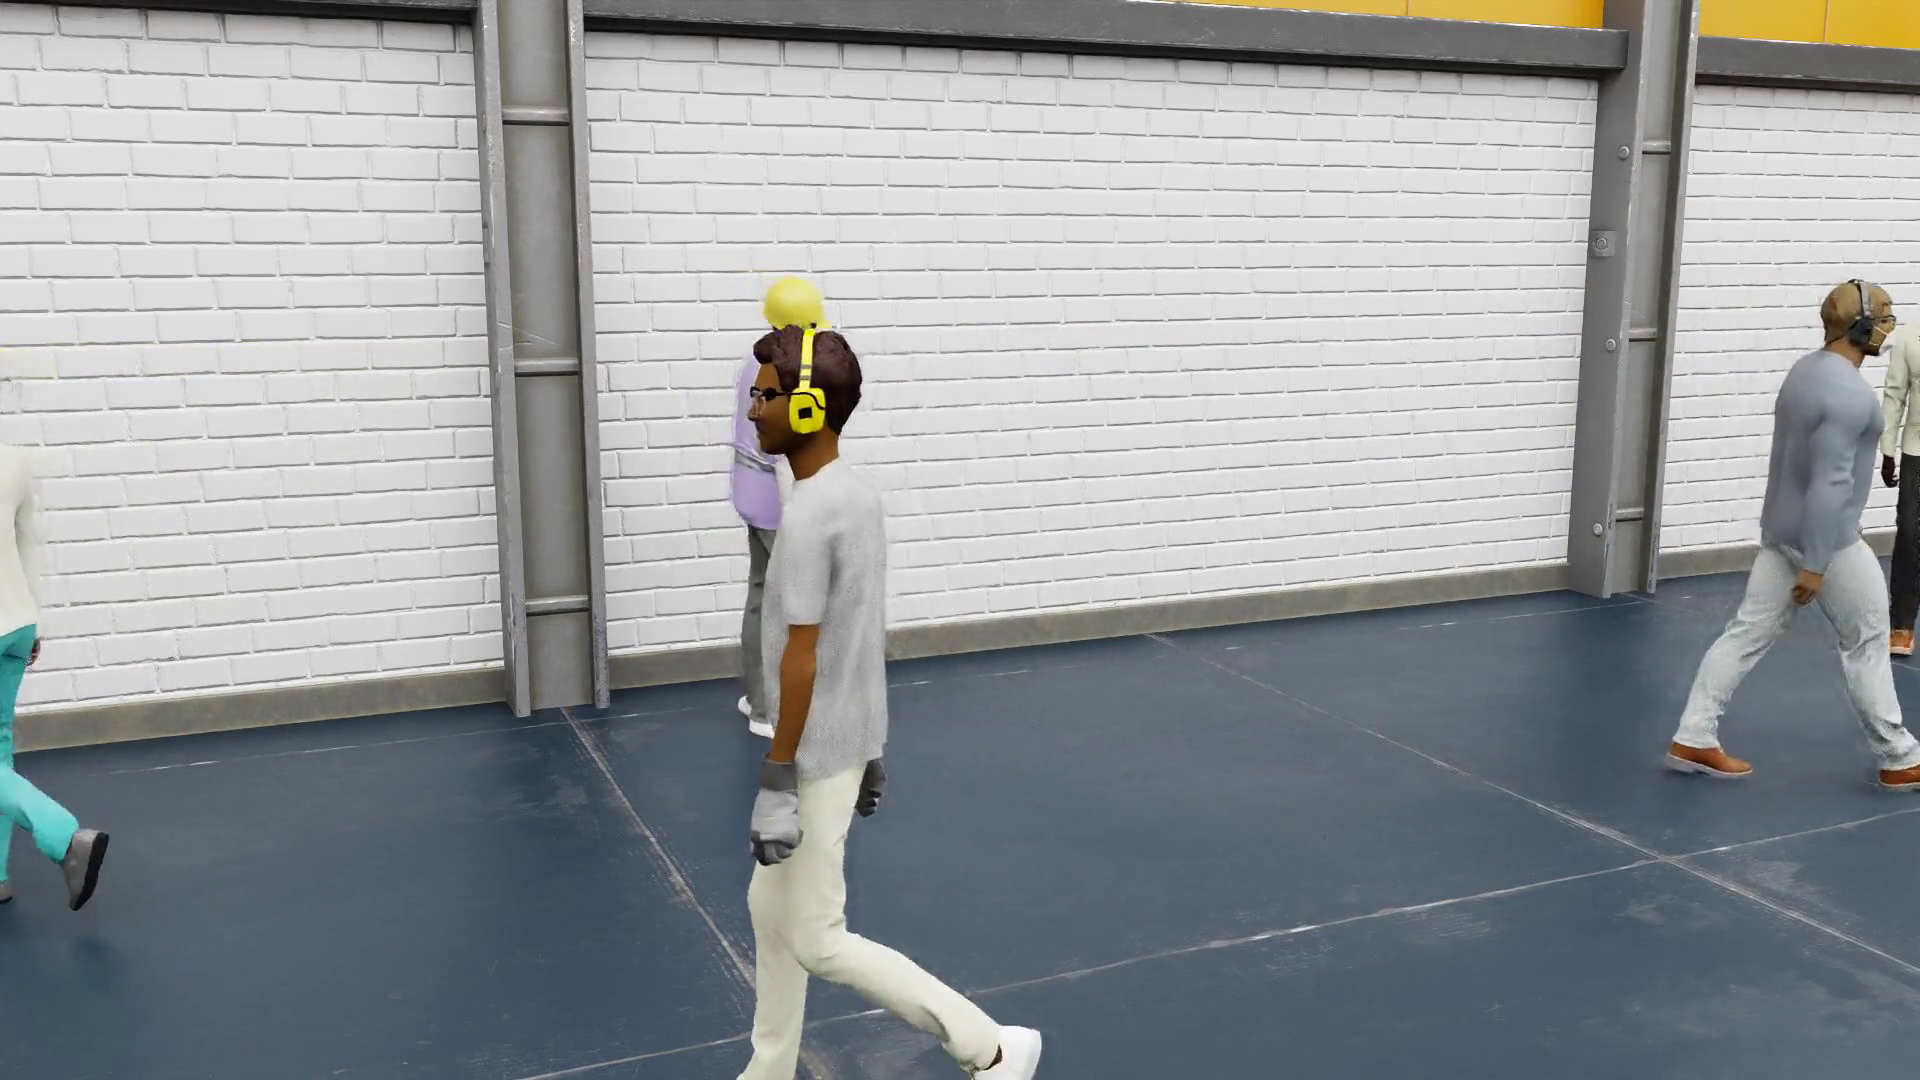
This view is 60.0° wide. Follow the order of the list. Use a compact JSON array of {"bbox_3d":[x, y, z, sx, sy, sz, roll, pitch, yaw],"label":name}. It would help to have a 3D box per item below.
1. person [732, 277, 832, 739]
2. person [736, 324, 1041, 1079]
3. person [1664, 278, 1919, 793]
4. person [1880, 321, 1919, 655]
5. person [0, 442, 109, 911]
[{"bbox_3d":[-0.771,-0.127,6.791,0.348,1.875,0.787,-5,11,-26],"label":"person"},{"bbox_3d":[-0.251,0.461,3.600,0.785,1.852,0.520,0,10,2],"label":"person"},{"bbox_3d":[3.153,-0.002,6.071,1.047,1.887,0.626,1,10,5],"label":"person"},{"bbox_3d":[4.772,-0.404,8.017,0.629,1.963,0.810,6,12,30],"label":"person"},{"bbox_3d":[-2.837,0.277,4.888,0.641,1.749,0.529,2,10,9],"label":"person"}]
